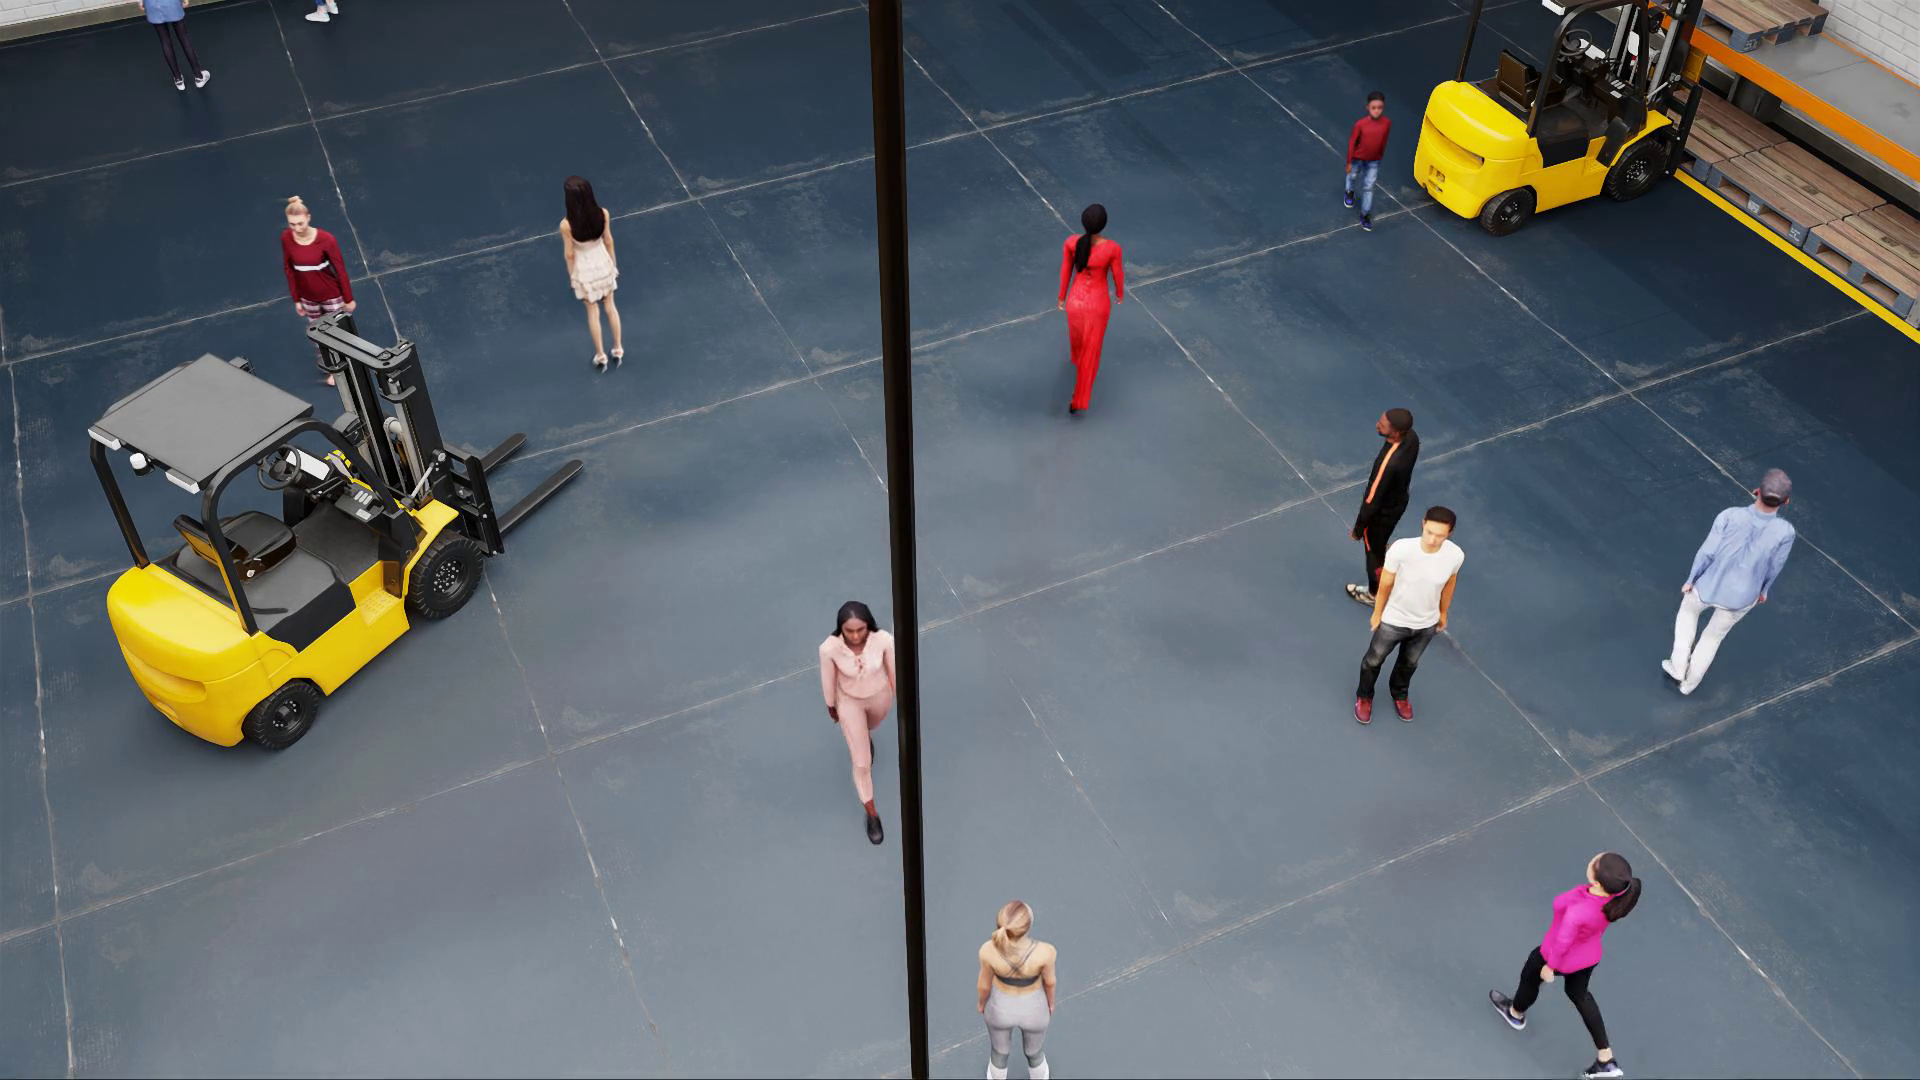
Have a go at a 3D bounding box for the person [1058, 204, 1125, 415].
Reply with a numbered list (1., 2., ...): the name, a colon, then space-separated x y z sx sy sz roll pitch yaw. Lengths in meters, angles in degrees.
1. person: 0.969 -1.745 12.883 1.112 1.737 1.195 12 45 13

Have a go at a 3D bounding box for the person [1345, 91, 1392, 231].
1. person: 3.663 -3.512 15.100 0.741 1.228 0.950 0 44 0

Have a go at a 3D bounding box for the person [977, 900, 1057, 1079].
1. person: 0.290 2.404 8.543 0.633 1.705 0.647 1 44 1

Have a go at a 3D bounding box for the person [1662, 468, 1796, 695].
1. person: 4.868 0.337 10.587 0.776 1.879 0.845 16 46 16

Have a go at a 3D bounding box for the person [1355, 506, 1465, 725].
1. person: 2.843 0.453 10.530 0.717 1.800 0.691 0 44 0

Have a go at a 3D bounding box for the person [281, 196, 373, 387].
1. person: -5.027 -1.946 13.113 0.684 1.701 0.657 0 44 0

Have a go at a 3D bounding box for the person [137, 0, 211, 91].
1. person: -7.994 -5.390 16.650 0.692 1.809 0.589 -10 44 -10

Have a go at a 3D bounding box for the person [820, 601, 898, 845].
1. person: -0.587 0.936 10.105 0.767 1.677 1.189 -9 44 -10

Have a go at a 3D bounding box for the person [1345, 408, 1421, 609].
1. person: 2.932 -0.165 11.177 0.829 1.792 0.800 29 51 27

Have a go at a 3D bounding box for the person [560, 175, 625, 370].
1. person: -2.915 -2.125 13.277 0.558 1.734 0.529 -20 47 -20

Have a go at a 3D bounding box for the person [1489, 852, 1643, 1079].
1. person: 3.279 2.240 8.744 0.656 1.677 1.060 -23 48 -22
